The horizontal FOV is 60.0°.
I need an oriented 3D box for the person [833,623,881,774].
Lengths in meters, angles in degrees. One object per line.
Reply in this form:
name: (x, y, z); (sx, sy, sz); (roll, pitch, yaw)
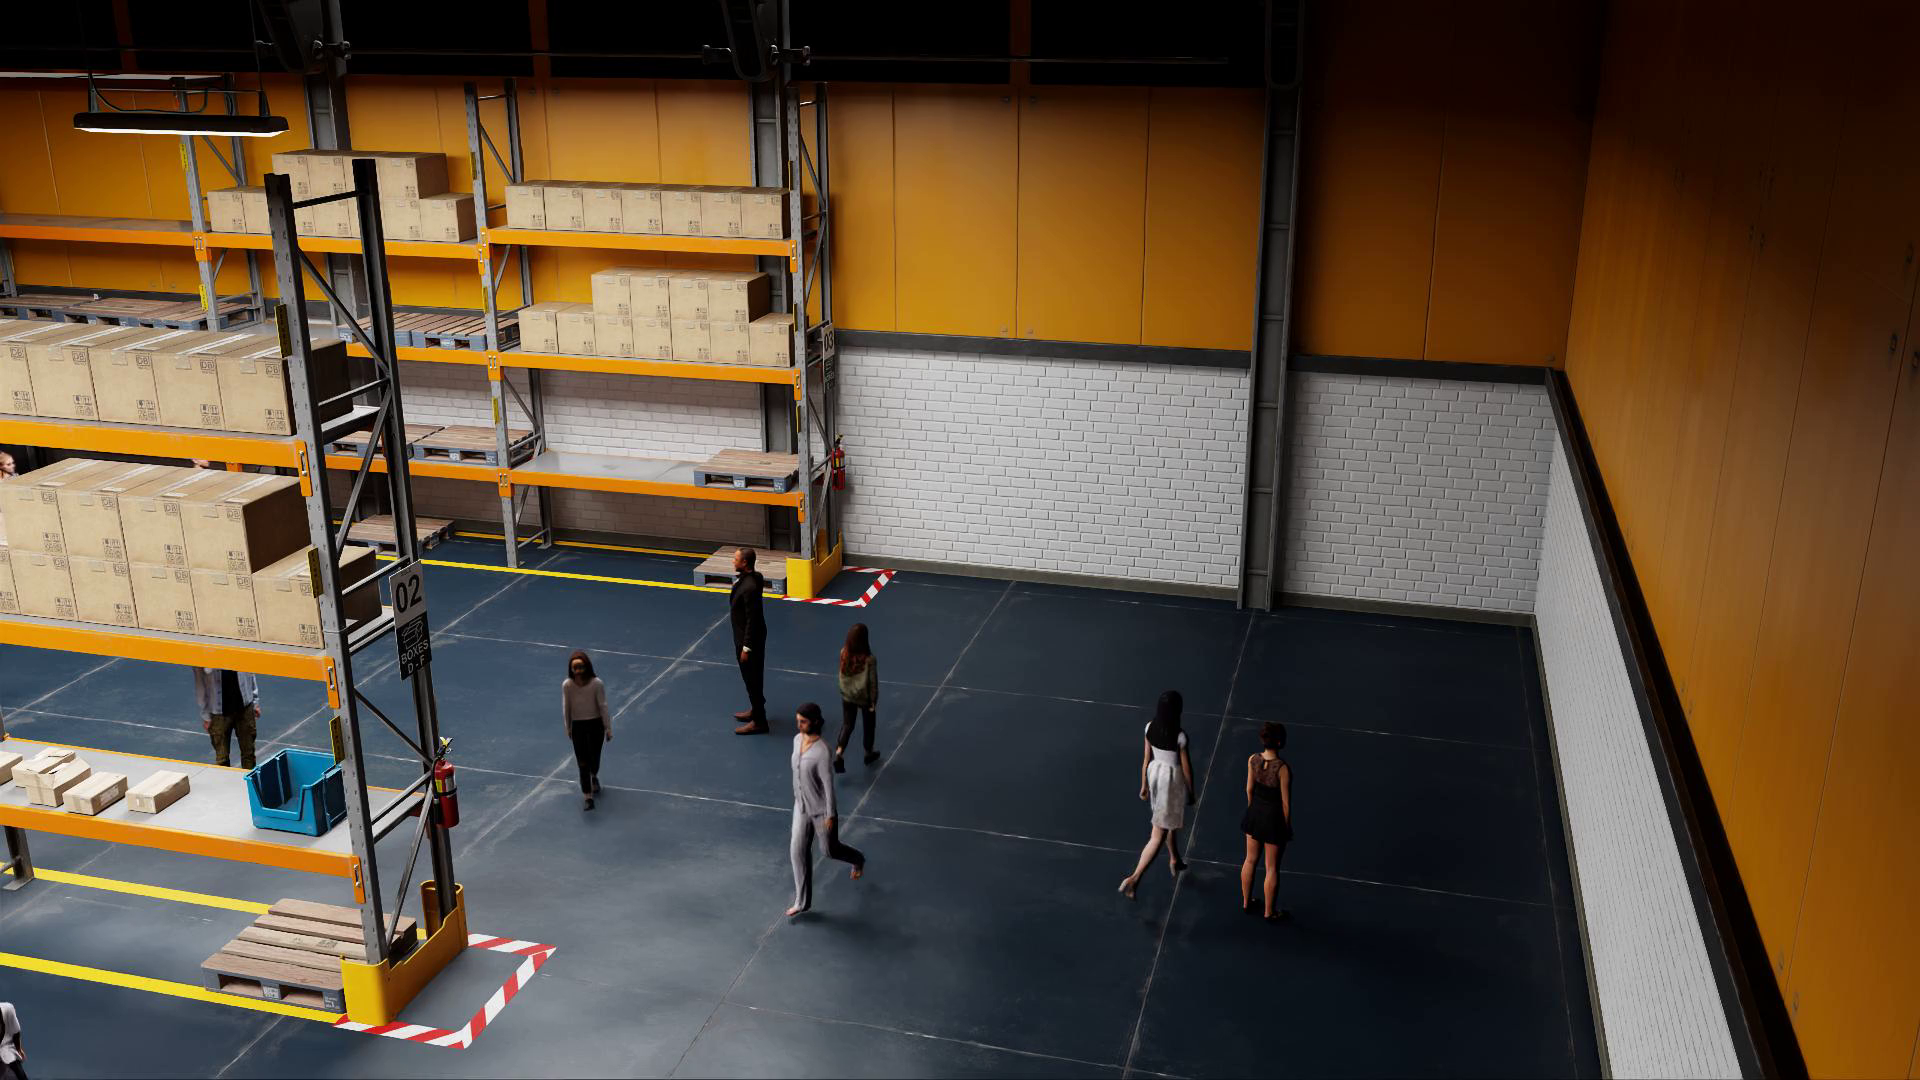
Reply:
person: (-0.991, 1.497, 15.565); (0.874, 1.458, 0.725); (8, 20, 23)

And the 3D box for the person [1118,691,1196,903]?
person: (1.600, 2.100, 13.359); (1.210, 1.724, 1.016); (16, 24, 39)

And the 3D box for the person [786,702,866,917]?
person: (-1.089, 2.106, 13.311); (1.093, 1.742, 0.974); (15, 24, 38)

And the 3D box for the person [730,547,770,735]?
person: (-2.068, 0.971, 16.427); (0.731, 1.904, 0.765); (-1, 19, -3)

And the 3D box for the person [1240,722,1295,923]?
person: (2.425, 2.203, 13.131); (0.739, 1.674, 0.658); (-16, 24, -39)

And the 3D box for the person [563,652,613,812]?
person: (-3.361, 1.678, 15.052); (0.988, 1.443, 0.905); (-4, 19, -11)
